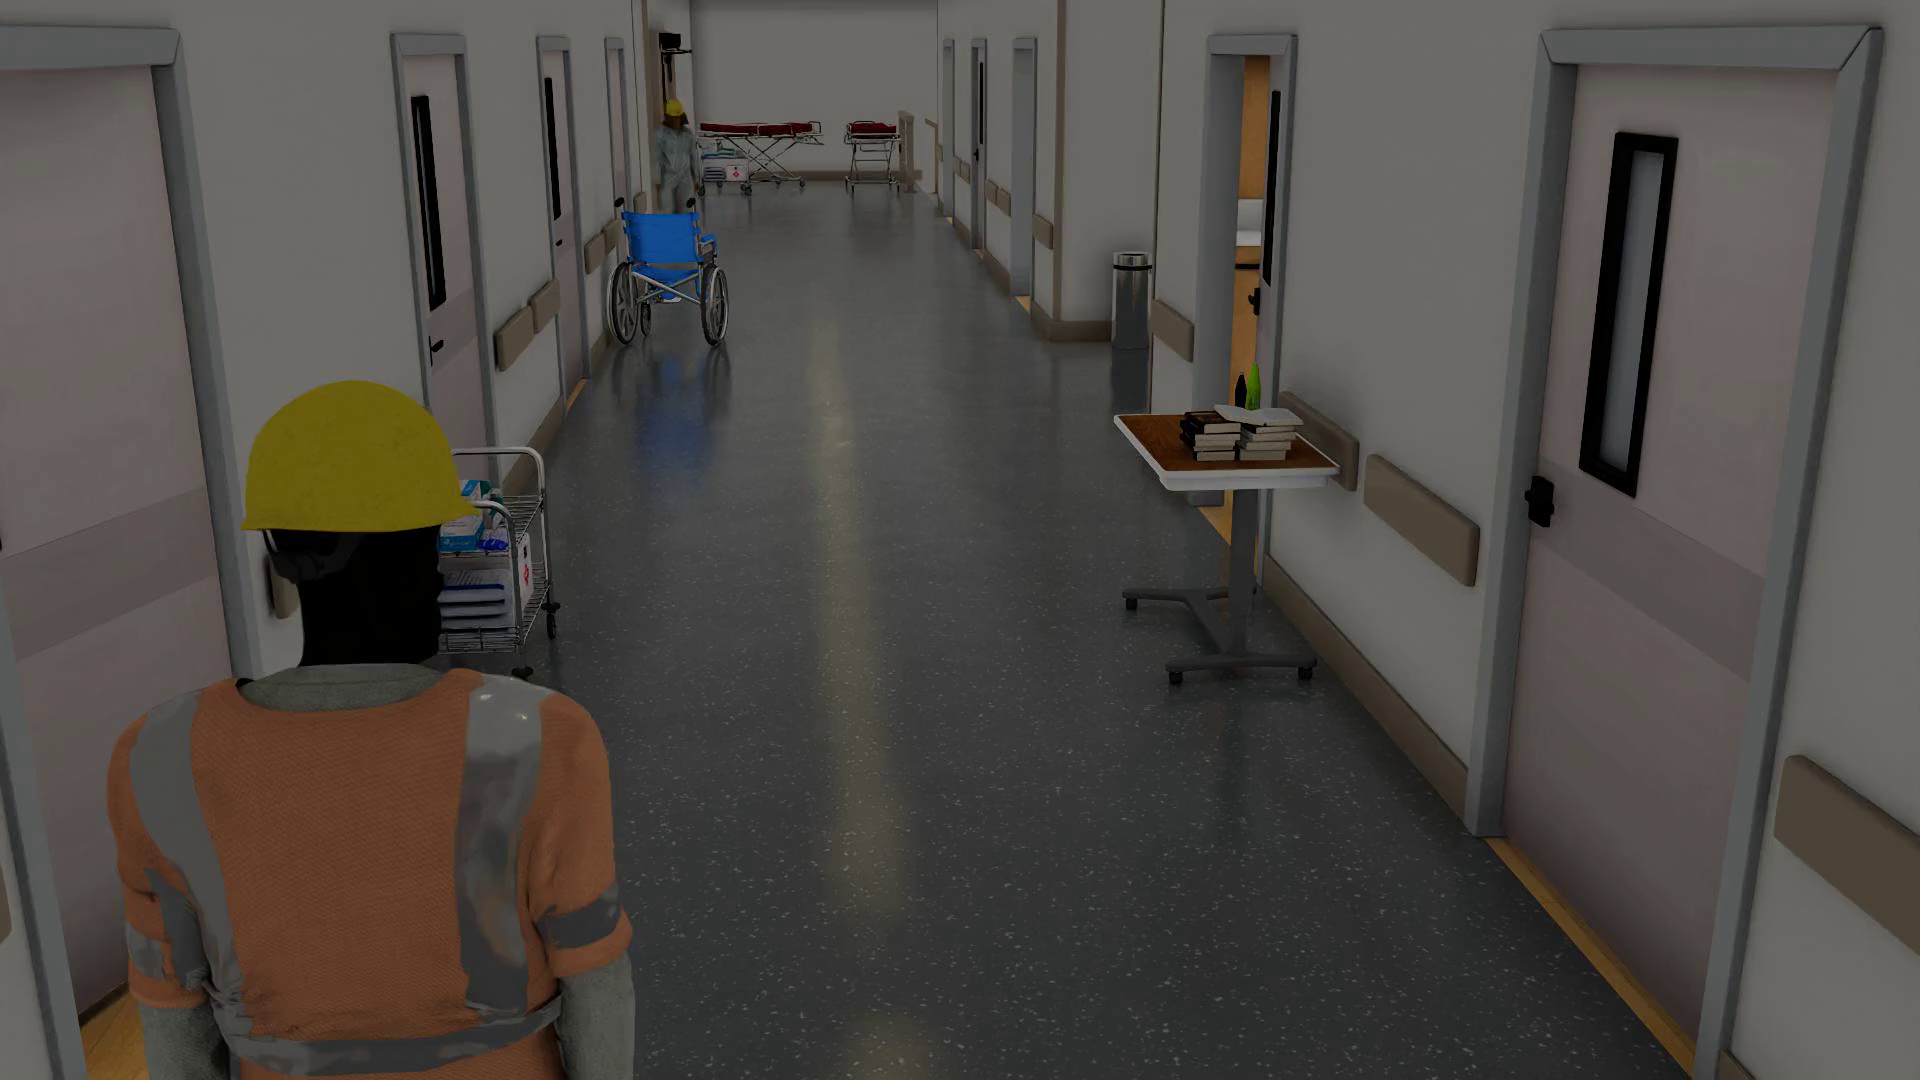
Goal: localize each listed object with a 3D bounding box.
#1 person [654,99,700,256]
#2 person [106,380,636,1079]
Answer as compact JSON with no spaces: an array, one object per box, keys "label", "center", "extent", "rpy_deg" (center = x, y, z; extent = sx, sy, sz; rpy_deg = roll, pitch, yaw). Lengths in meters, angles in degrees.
[{"label":"person","center":[-3.193,-4.055,18.579],"extent":[0.518,1.707,0.742],"rpy_deg":[-9,19,-28]},{"label":"person","center":[-0.700,0.755,2.130],"extent":[0.587,1.922,0.383],"rpy_deg":[-1,17,-3]}]
